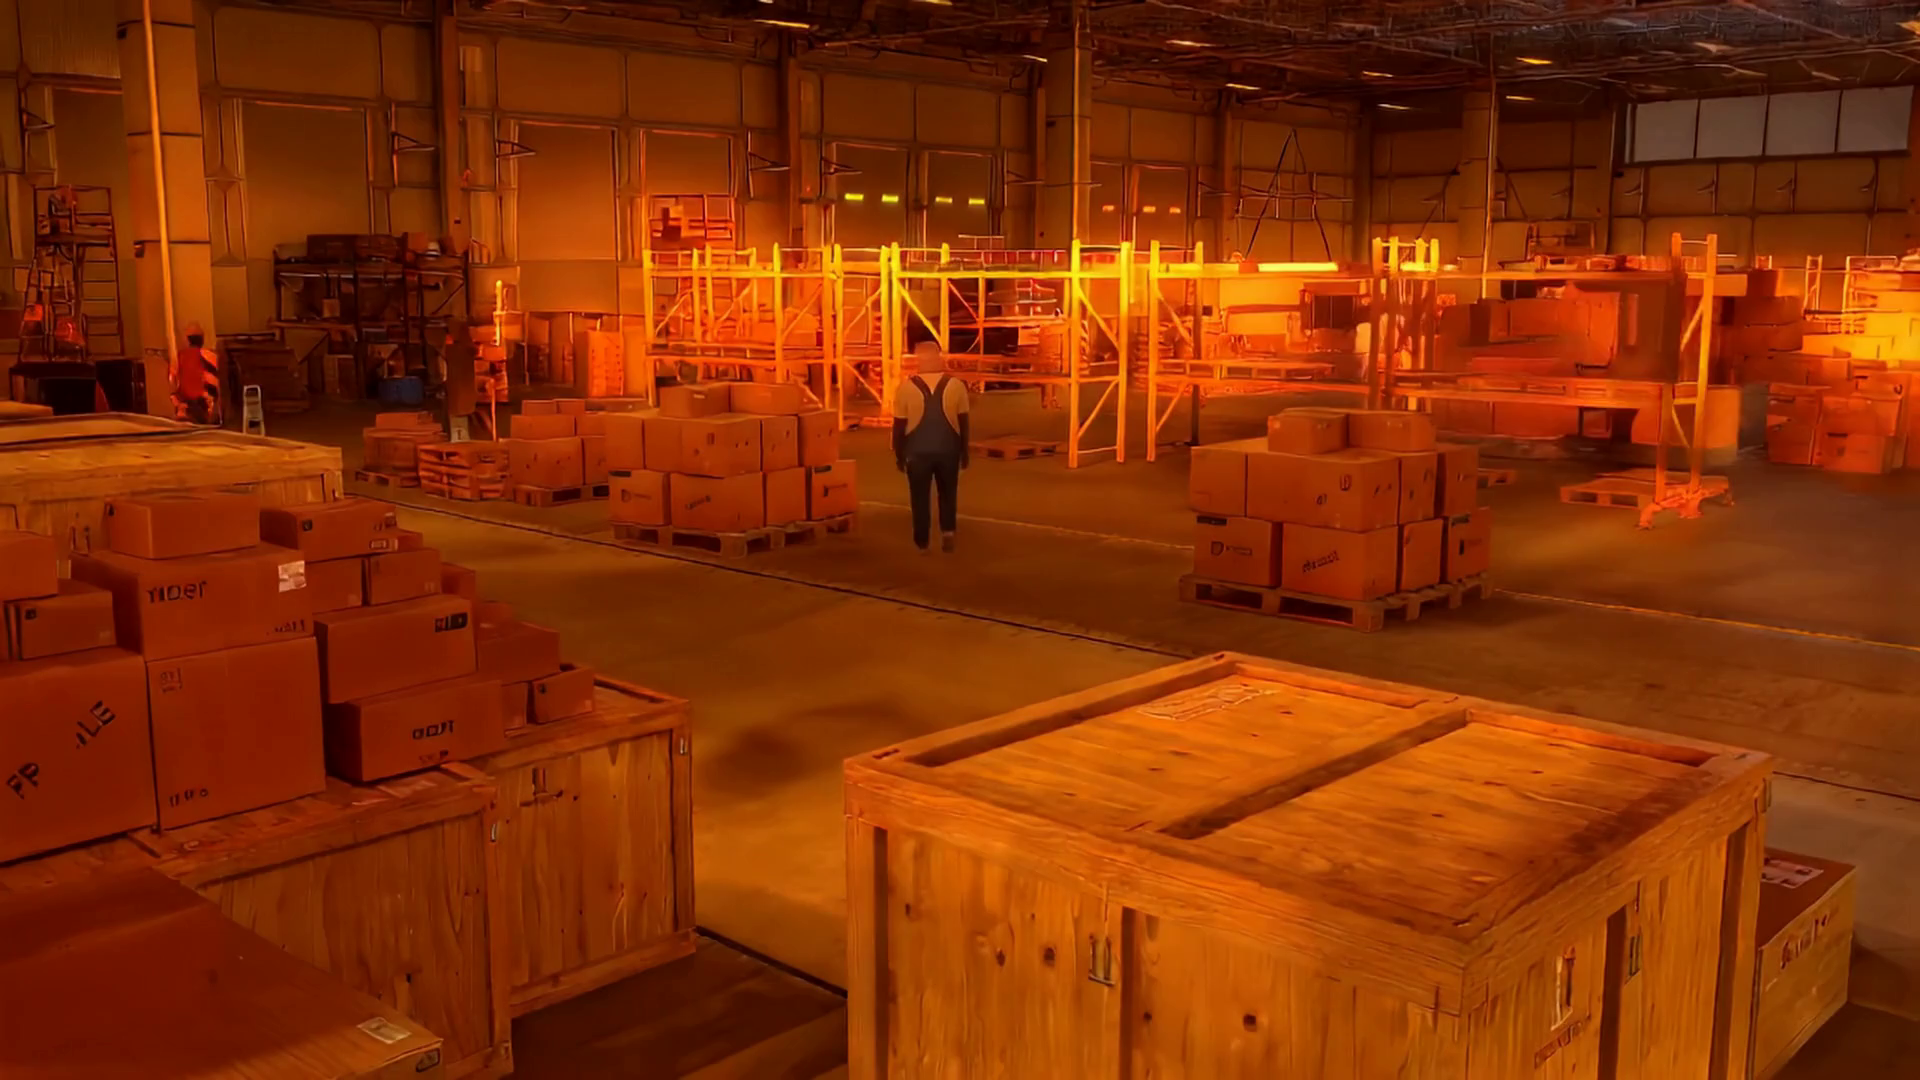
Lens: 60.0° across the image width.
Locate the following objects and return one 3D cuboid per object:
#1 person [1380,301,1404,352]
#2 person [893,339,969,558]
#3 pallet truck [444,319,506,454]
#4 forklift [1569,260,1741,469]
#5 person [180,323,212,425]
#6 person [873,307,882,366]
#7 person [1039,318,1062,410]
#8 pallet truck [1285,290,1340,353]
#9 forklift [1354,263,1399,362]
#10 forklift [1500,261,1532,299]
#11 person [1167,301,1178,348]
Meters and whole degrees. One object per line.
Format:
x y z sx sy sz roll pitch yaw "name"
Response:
10.126 -4.675 39.188 0.636 1.912 0.836 8 12 41 "person"
-0.277 -0.847 15.307 0.702 2.000 0.536 -1 9 -7 "person"
-6.981 -1.942 22.150 1.885 1.965 0.823 1 9 9 "pallet truck"
9.454 -2.429 22.439 1.873 2.768 1.129 9 13 43 "forklift"
-10.845 -2.112 23.465 0.792 1.905 0.591 -5 11 -30 "person"
-2.168 -5.391 44.427 0.324 1.631 0.522 -1 9 -6 "person"
1.732 -3.332 31.483 0.488 1.736 0.323 -5 11 -29 "person"
11.297 -6.951 52.861 1.885 1.965 0.823 -5 11 -29 "pallet truck"
12.210 -6.461 47.159 1.873 2.768 1.129 3 10 16 "forklift"
12.654 -4.978 38.067 1.873 2.768 1.129 9 13 43 "forklift"
6.494 -6.422 50.558 0.523 1.683 0.548 -2 9 -11 "person"
